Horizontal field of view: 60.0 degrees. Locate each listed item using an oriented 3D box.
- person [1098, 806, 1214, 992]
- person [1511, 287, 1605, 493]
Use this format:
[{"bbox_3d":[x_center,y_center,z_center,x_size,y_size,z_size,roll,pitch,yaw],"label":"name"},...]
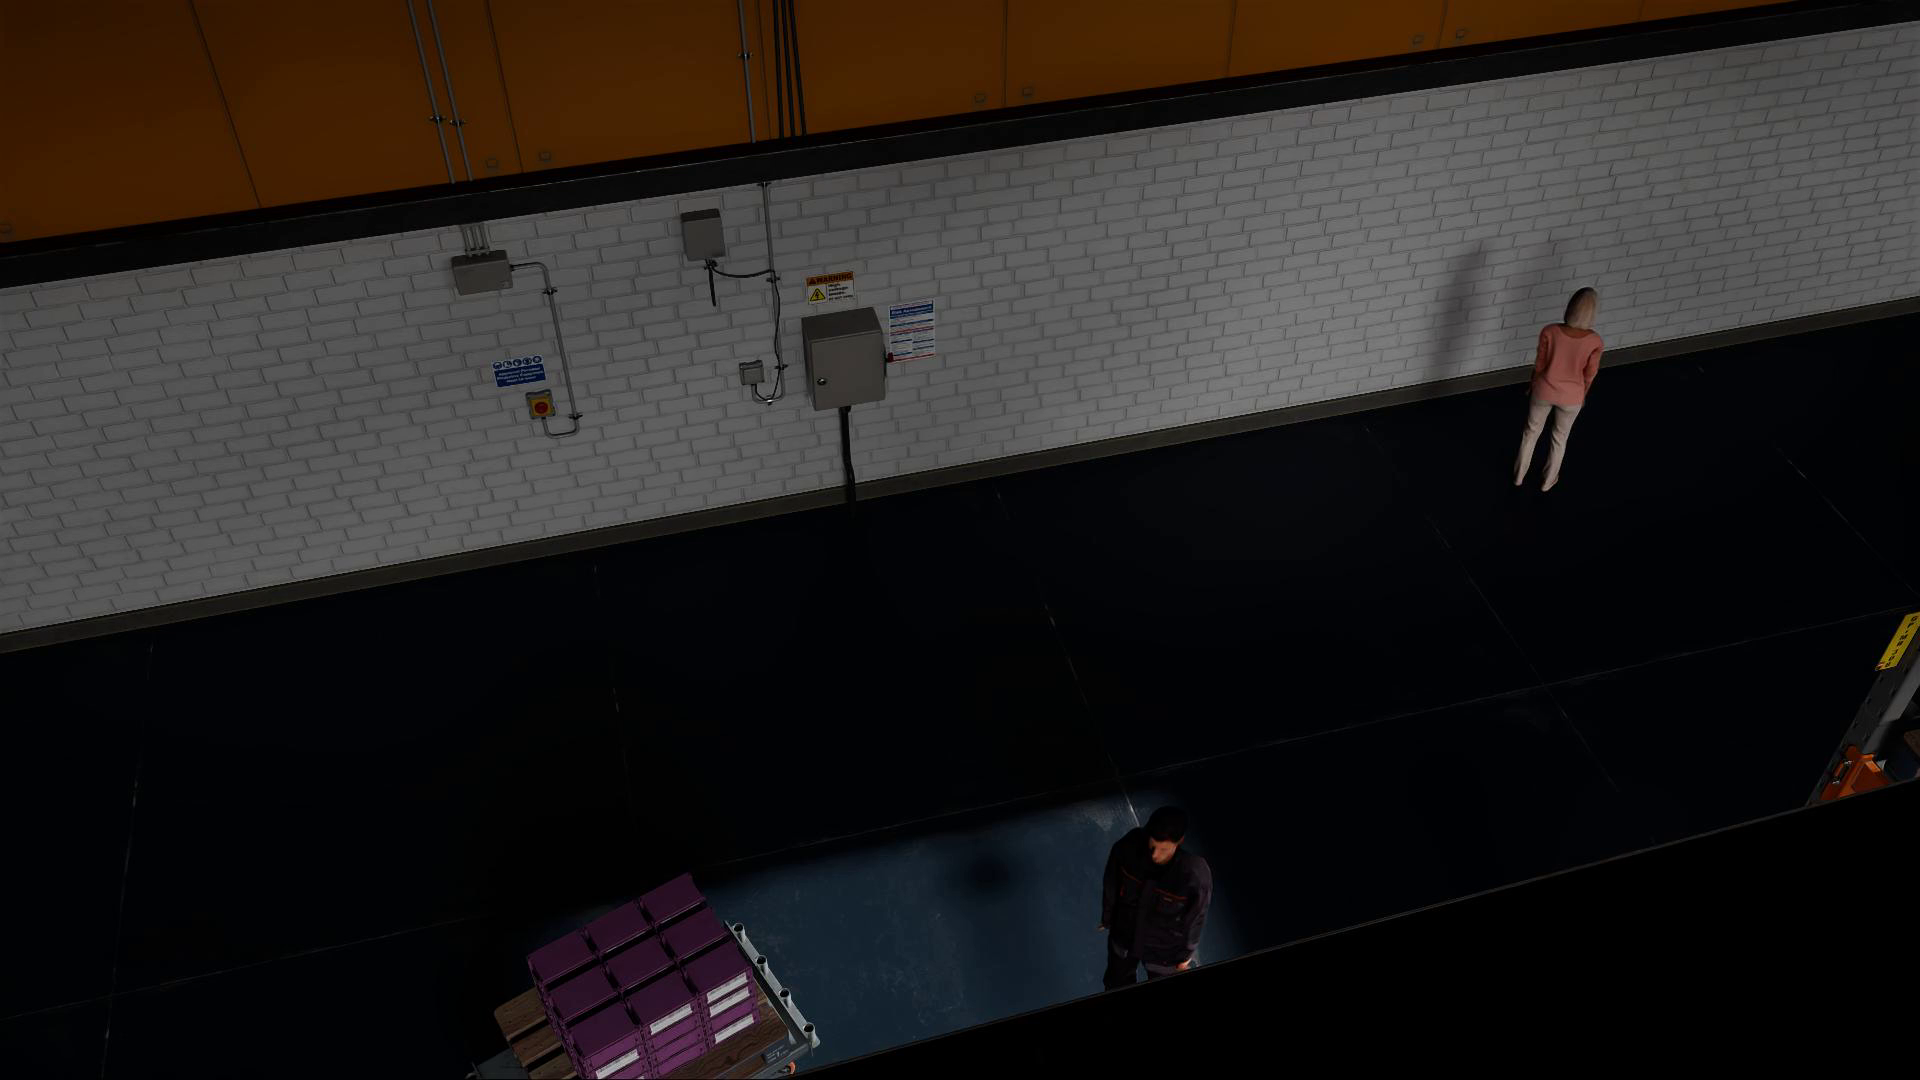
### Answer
[{"bbox_3d":[0.984,1.995,8.582,0.782,1.946,0.838,21,47,21],"label":"person"},{"bbox_3d":[4.300,-1.075,11.965,0.679,1.724,0.718,18,46,18],"label":"person"}]
